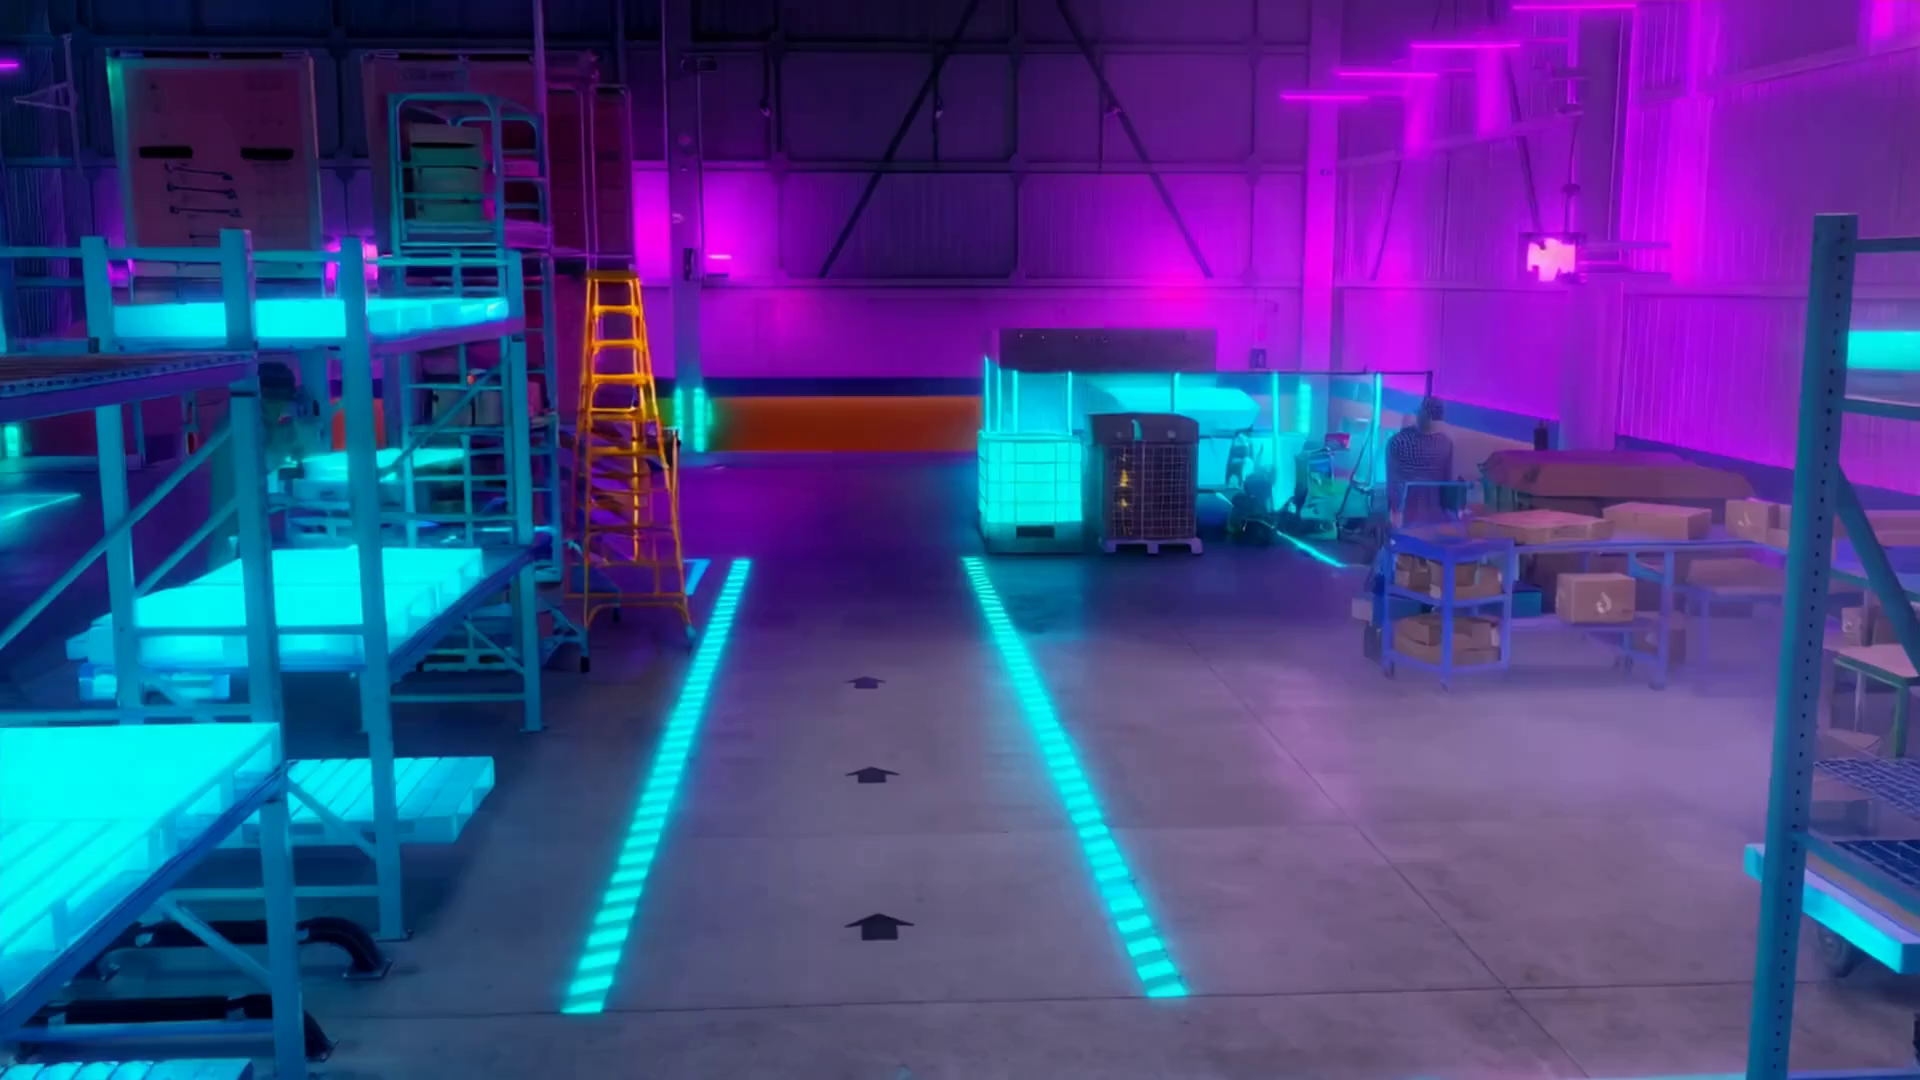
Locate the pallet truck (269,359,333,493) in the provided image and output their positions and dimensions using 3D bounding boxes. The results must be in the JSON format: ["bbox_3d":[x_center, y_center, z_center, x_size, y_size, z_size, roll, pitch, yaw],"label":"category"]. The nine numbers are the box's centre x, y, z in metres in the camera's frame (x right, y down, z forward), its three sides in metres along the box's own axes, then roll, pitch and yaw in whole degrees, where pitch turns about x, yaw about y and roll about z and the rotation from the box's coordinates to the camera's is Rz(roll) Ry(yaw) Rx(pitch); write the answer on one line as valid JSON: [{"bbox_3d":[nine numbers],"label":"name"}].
[{"bbox_3d":[-7.062,-1.131,18.996,1.885,1.965,0.823,2,9,13],"label":"pallet truck"}]

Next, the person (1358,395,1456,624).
[{"bbox_3d":[3.676,-0.236,13.647,0.810,1.915,0.547,-3,10,-18],"label":"person"}]
